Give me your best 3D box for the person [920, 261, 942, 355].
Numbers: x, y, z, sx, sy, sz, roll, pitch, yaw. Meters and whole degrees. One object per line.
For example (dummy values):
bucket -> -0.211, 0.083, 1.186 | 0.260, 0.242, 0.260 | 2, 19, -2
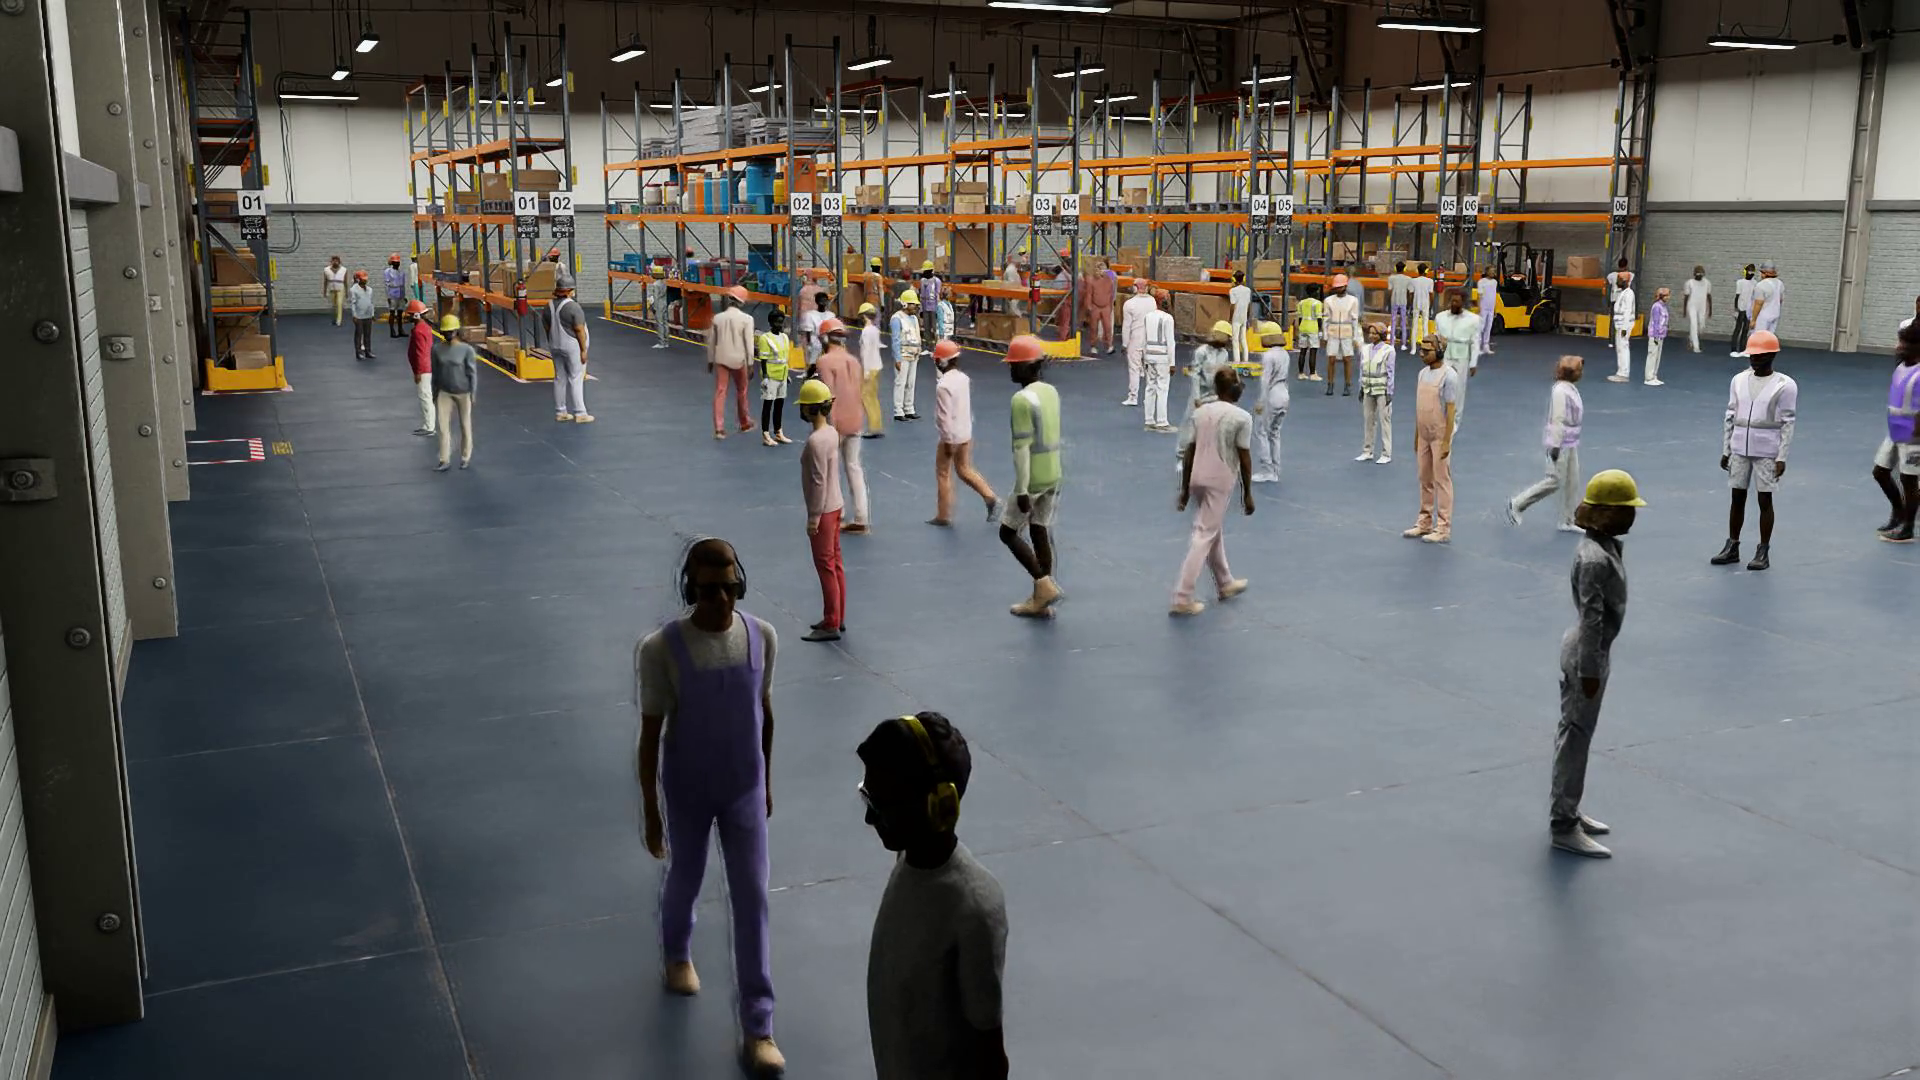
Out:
person -> -0.616, -4.685, 33.667 | 0.410, 1.918, 0.585 | -11, 15, -43

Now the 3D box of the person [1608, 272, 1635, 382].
person -> 11.390, -3.659, 28.550 | 0.348, 1.877, 0.584 | 2, 11, 12

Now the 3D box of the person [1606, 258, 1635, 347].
person -> 14.219, -5.109, 35.822 | 0.587, 1.914, 0.391 | 7, 13, 31

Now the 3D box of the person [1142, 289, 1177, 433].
person -> 2.631, -2.351, 21.879 | 0.343, 1.882, 0.586 | -7, 13, -31

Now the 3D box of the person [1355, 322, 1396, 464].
person -> 4.814, -1.697, 19.209 | 0.318, 1.630, 0.513 | -7, 13, -32

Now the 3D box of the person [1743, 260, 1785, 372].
person -> 14.358, -3.987, 29.794 | 0.683, 2.000, 0.537 | -6, 13, -30

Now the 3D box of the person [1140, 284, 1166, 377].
person -> 3.376, -3.673, 29.226 | 0.523, 1.636, 0.310 | -1, 11, -6

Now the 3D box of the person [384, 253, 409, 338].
person -> -13.067, -5.669, 38.603 | 0.362, 1.939, 0.542 | 7, 13, 32

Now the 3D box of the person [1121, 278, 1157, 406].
person -> 2.695, -2.963, 24.936 | 0.642, 1.907, 0.410 | -5, 12, -23

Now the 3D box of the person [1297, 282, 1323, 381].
person -> 6.018, -3.571, 28.566 | 0.320, 1.692, 0.531 | -8, 13, -34

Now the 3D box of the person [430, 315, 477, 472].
person -> -5.655, -1.617, 18.487 | 0.553, 1.736, 0.738 | 1, 11, 3

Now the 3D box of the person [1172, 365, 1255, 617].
person -> 1.864, -0.362, 12.045 | 0.944, 1.788, 0.508 | -8, 14, -37

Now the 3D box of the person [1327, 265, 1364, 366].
person -> 7.448, -4.269, 31.608 | 0.974, 1.903, 0.631 | 11, 15, 43

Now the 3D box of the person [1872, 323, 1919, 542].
person -> 8.221, -0.913, 14.461 | 0.444, 1.932, 0.636 | 0, 11, 2

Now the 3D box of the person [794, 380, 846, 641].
person -> -0.955, -0.199, 11.244 | 0.326, 1.767, 0.533 | 1, 11, 7

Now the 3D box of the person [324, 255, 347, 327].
person -> -15.870, -6.342, 42.366 | 0.596, 1.811, 0.745 | -2, 11, -10

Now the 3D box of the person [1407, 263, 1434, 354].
person -> 9.399, -4.711, 33.929 | 0.517, 1.865, 0.328 | 4, 12, 20

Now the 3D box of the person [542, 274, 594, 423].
person -> -5.382, -2.647, 22.985 | 0.684, 2.000, 0.538 | 7, 13, 30

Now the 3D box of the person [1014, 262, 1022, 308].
person -> 1.436, -6.251, 42.334 | 0.269, 1.632, 0.505 | -2, 11, -8

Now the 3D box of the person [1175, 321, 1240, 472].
person -> 2.759, -1.576, 18.422 | 0.525, 1.692, 0.717 | -7, 13, -32

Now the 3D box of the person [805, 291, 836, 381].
person -> -2.181, -3.026, 25.810 | 0.541, 1.681, 0.631 | -5, 12, -26

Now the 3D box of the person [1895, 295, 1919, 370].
person -> 11.622, -2.022, 20.147 | 0.397, 1.911, 0.588 | -6, 13, -28

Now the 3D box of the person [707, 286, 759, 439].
person -> -2.937, -2.291, 21.444 | 0.746, 1.925, 1.028 | 4, 12, 18

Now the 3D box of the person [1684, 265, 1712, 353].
person -> 15.221, -4.777, 34.390 | 0.568, 1.813, 0.740 | 1, 11, 7

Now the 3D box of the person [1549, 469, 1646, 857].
person -> 2.884, 0.541, 7.541 | 0.314, 1.744, 0.487 | 5, 12, 22

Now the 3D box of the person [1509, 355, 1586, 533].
person -> 5.374, -0.863, 15.001 | 0.634, 1.622, 0.522 | 7, 13, 32

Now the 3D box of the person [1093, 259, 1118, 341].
person -> 3.243, -5.419, 37.577 | 0.623, 1.844, 0.430 | -5, 12, -23

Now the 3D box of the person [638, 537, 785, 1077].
person -> -0.888, 0.854, 5.826 | 0.524, 1.803, 0.956 | -6, 12, -26

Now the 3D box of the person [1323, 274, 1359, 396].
person -> 5.991, -3.227, 26.237 | 0.544, 1.928, 0.395 | 3, 12, 16

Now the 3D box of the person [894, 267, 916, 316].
person -> -1.121, -4.509, 33.060 | 0.650, 1.803, 0.627 | 10, 15, 42

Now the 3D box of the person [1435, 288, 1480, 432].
person -> 6.420, -2.319, 21.678 | 0.625, 1.890, 0.766 | 7, 13, 31

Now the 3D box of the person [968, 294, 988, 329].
person -> 0.461, -6.202, 41.606 | 0.539, 1.823, 0.711 | 1, 11, 5

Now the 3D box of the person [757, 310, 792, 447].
person -> -2.291, -2.012, 20.641 | 0.321, 1.693, 0.530 | 7, 13, 31

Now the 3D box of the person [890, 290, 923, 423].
person -> -0.732, -2.532, 22.964 | 0.403, 1.824, 0.591 | 6, 13, 28
